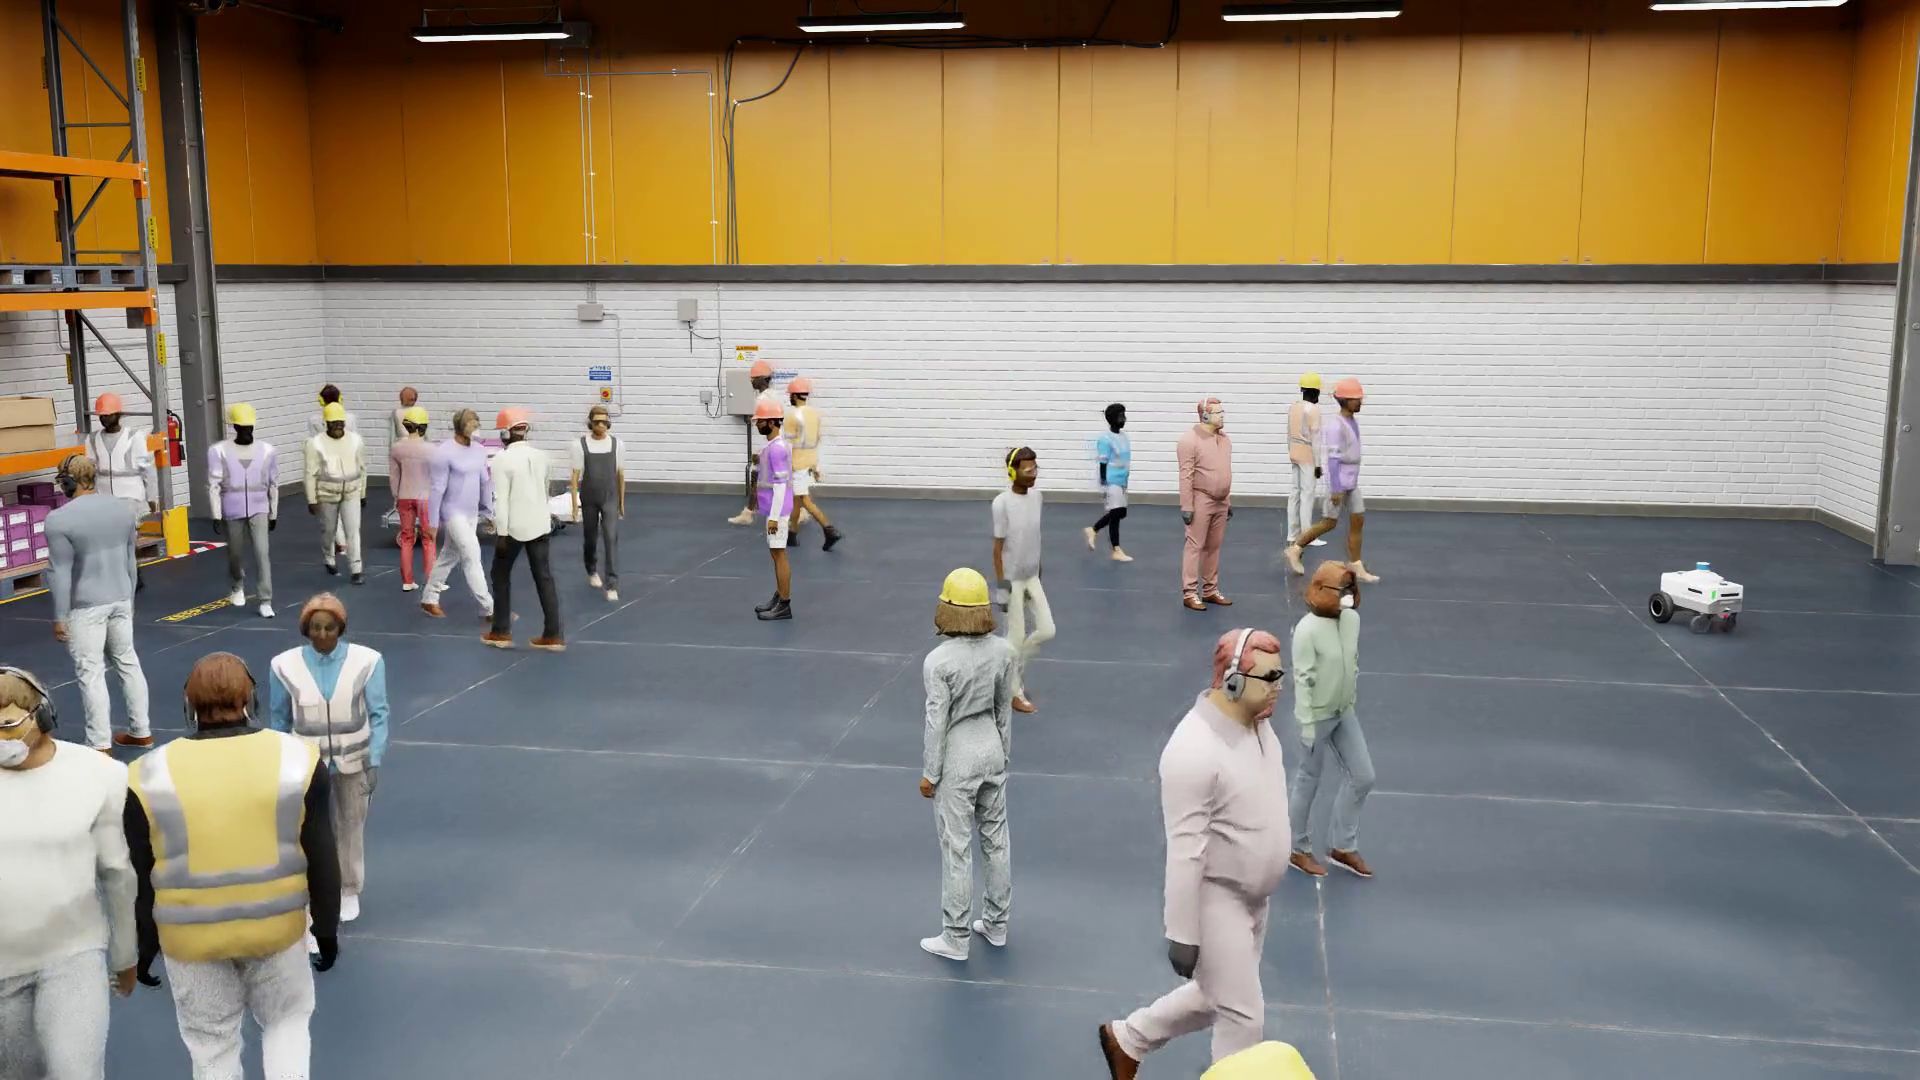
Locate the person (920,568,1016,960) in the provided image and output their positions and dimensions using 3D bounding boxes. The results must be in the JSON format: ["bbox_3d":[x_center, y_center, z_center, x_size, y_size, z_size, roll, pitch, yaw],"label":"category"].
[{"bbox_3d":[0.024,0.985,7.381,0.487,1.744,0.294,-8,12,-39],"label":"person"}]

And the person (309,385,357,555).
[{"bbox_3d":[-6.805,-0.771,18.041,0.527,1.823,0.883,-6,11,-31],"label":"person"}]

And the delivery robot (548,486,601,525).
[{"bbox_3d":[-4.485,-0.377,19.214,0.707,0.478,0.477,-1,9,-4],"label":"delivery robot"}]

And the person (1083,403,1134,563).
[{"bbox_3d":[1.562,-0.612,17.496,0.625,1.679,0.540,6,11,35],"label":"person"}]

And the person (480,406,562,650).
[{"bbox_3d":[-3.578,-0.088,13.378,0.843,1.955,0.689,6,11,32],"label":"person"}]

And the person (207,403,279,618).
[{"bbox_3d":[-6.381,-0.288,14.844,0.588,1.889,0.947,-5,10,-28],"label":"person"}]

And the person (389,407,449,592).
[{"bbox_3d":[-5.131,-0.379,15.770,0.534,1.767,0.317,2,9,13],"label":"person"}]

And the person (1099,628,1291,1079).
[{"bbox_3d":[0.834,1.200,5.655,0.788,1.877,0.645,6,11,31],"label":"person"}]

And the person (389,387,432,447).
[{"bbox_3d":[-6.876,-1.111,20.797,0.520,1.609,0.795,1,9,3],"label":"person"}]

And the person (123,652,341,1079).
[{"bbox_3d":[-2.328,1.271,5.356,0.644,1.823,0.503,-5,10,-27],"label":"person"}]

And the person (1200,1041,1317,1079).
[{"bbox_3d":[0.425,1.703,2.812,0.942,1.790,0.590,-9,13,-44],"label":"person"}]

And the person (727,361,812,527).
[{"bbox_3d":[-2.252,-1.137,19.787,1.051,1.999,0.628,1,9,6],"label":"person"}]

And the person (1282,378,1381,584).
[{"bbox_3d":[3.669,-0.593,16.343,0.934,2.020,0.610,6,11,34],"label":"person"}]

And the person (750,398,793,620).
[{"bbox_3d":[-1.639,-0.268,14.552,0.359,1.938,0.547,-1,9,-9],"label":"person"}]

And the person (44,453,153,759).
[{"bbox_3d":[-5.392,0.415,10.386,0.380,1.927,0.635,4,10,21],"label":"person"}]

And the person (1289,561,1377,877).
[{"bbox_3d":[1.875,0.904,8.260,0.528,1.613,0.558,-7,12,-38],"label":"person"}]

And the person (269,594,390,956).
[{"bbox_3d":[-2.834,1.036,7.513,0.508,1.594,0.867,-3,10,-20],"label":"person"}]

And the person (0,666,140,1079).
[{"bbox_3d":[-2.849,1.279,5.151,0.616,1.892,0.997,-3,10,-21],"label":"person"}]

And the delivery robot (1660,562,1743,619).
[{"bbox_3d":[6.325,0.433,14.188,0.477,0.478,0.707,-2,9,-15],"label":"delivery robot"}]

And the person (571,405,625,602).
[{"bbox_3d":[-3.401,-0.372,15.638,0.522,1.814,0.955,-3,10,-18],"label":"person"}]

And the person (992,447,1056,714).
[{"bbox_3d":[0.445,0.275,11.432,0.386,1.853,0.559,8,12,42],"label":"person"}]

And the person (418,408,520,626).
[{"bbox_3d":[-4.316,-0.200,14.363,1.063,1.882,0.639,3,10,18],"label":"person"}]

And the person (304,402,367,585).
[{"bbox_3d":[-6.139,-0.475,16.349,0.616,1.788,0.887,-6,11,-34],"label":"person"}]

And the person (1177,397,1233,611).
[{"bbox_3d":[2.244,-0.331,15.018,0.651,1.913,0.410,-8,12,-42],"label":"person"}]

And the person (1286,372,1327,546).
[{"bbox_3d":[3.856,-0.901,18.504,0.371,1.929,0.584,-3,10,-20],"label":"person"}]

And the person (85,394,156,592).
[{"bbox_3d":[-7.880,-0.398,15.460,0.575,1.897,0.947,0,9,0],"label":"person"}]

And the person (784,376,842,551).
[{"bbox_3d":[-1.666,-0.834,18.170,0.911,1.907,0.545,4,10,26],"label":"person"}]
